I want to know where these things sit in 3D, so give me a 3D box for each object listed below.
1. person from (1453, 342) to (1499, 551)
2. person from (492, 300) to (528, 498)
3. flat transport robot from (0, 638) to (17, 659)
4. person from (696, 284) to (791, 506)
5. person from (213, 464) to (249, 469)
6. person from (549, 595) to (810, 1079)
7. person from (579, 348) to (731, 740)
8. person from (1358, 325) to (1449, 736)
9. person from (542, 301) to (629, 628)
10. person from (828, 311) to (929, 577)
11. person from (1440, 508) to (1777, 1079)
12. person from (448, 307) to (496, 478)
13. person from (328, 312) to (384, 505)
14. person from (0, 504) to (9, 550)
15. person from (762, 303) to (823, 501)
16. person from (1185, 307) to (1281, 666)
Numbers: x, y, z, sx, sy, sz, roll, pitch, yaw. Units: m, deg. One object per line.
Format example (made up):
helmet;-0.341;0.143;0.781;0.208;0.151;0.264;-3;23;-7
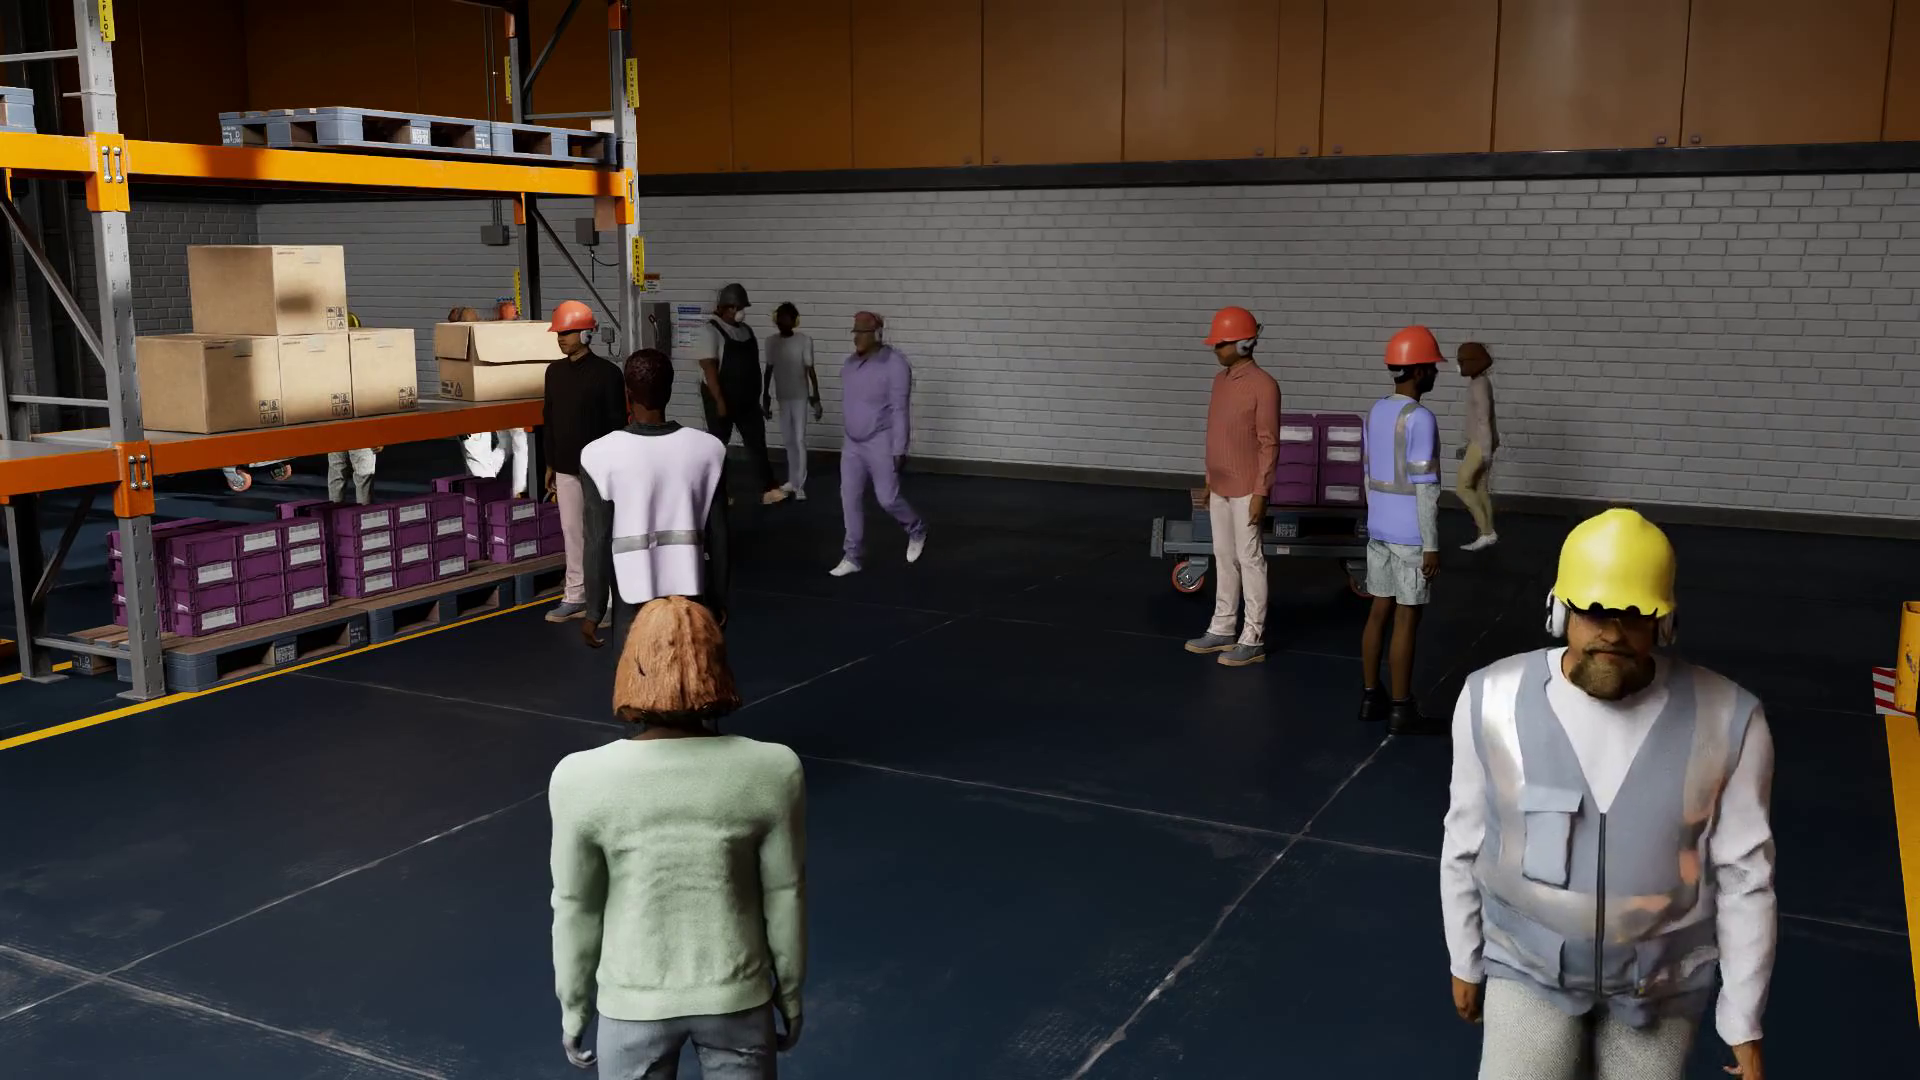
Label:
person;3.939;-0.695;12.645;0.381;1.615;0.505;3;10;16
person;-4.002;-1.166;14.623;0.591;1.867;0.519;5;11;27
flat transport robot;-5.893;0.634;8.823;0.652;0.197;1.431;5;11;26
person;-1.955;-1.297;14.885;0.846;2.000;0.694;8;13;40
person;-7.788;-1.720;17.600;0.389;1.947;0.614;4;11;24
person;-0.543;0.917;3.279;0.497;1.625;0.288;-2;10;-11
person;-1.161;0.225;6.427;0.595;1.917;0.373;-6;11;-29
person;2.121;-0.044;7.914;0.349;1.942;0.545;-3;10;-16
person;-2.308;-0.457;10.155;0.622;1.992;0.397;5;11;28
person;-0.581;-0.697;11.882;0.651;1.881;0.817;8;12;38
person;1.221;0.838;3.190;0.602;1.814;0.495;3;10;19
person;-4.048;-1.002;13.761;0.429;1.839;0.633;-1;10;-4
person;-4.747;-0.859;12.975;0.586;1.824;0.403;3;10;16
person;-6.227;-0.479;10.543;0.600;1.903;0.739;0;10;-2
person;-1.607;-1.296;15.555;0.594;1.821;0.666;4;11;23
person;1.527;-0.298;9.261;0.391;1.986;0.609;-4;11;-22
